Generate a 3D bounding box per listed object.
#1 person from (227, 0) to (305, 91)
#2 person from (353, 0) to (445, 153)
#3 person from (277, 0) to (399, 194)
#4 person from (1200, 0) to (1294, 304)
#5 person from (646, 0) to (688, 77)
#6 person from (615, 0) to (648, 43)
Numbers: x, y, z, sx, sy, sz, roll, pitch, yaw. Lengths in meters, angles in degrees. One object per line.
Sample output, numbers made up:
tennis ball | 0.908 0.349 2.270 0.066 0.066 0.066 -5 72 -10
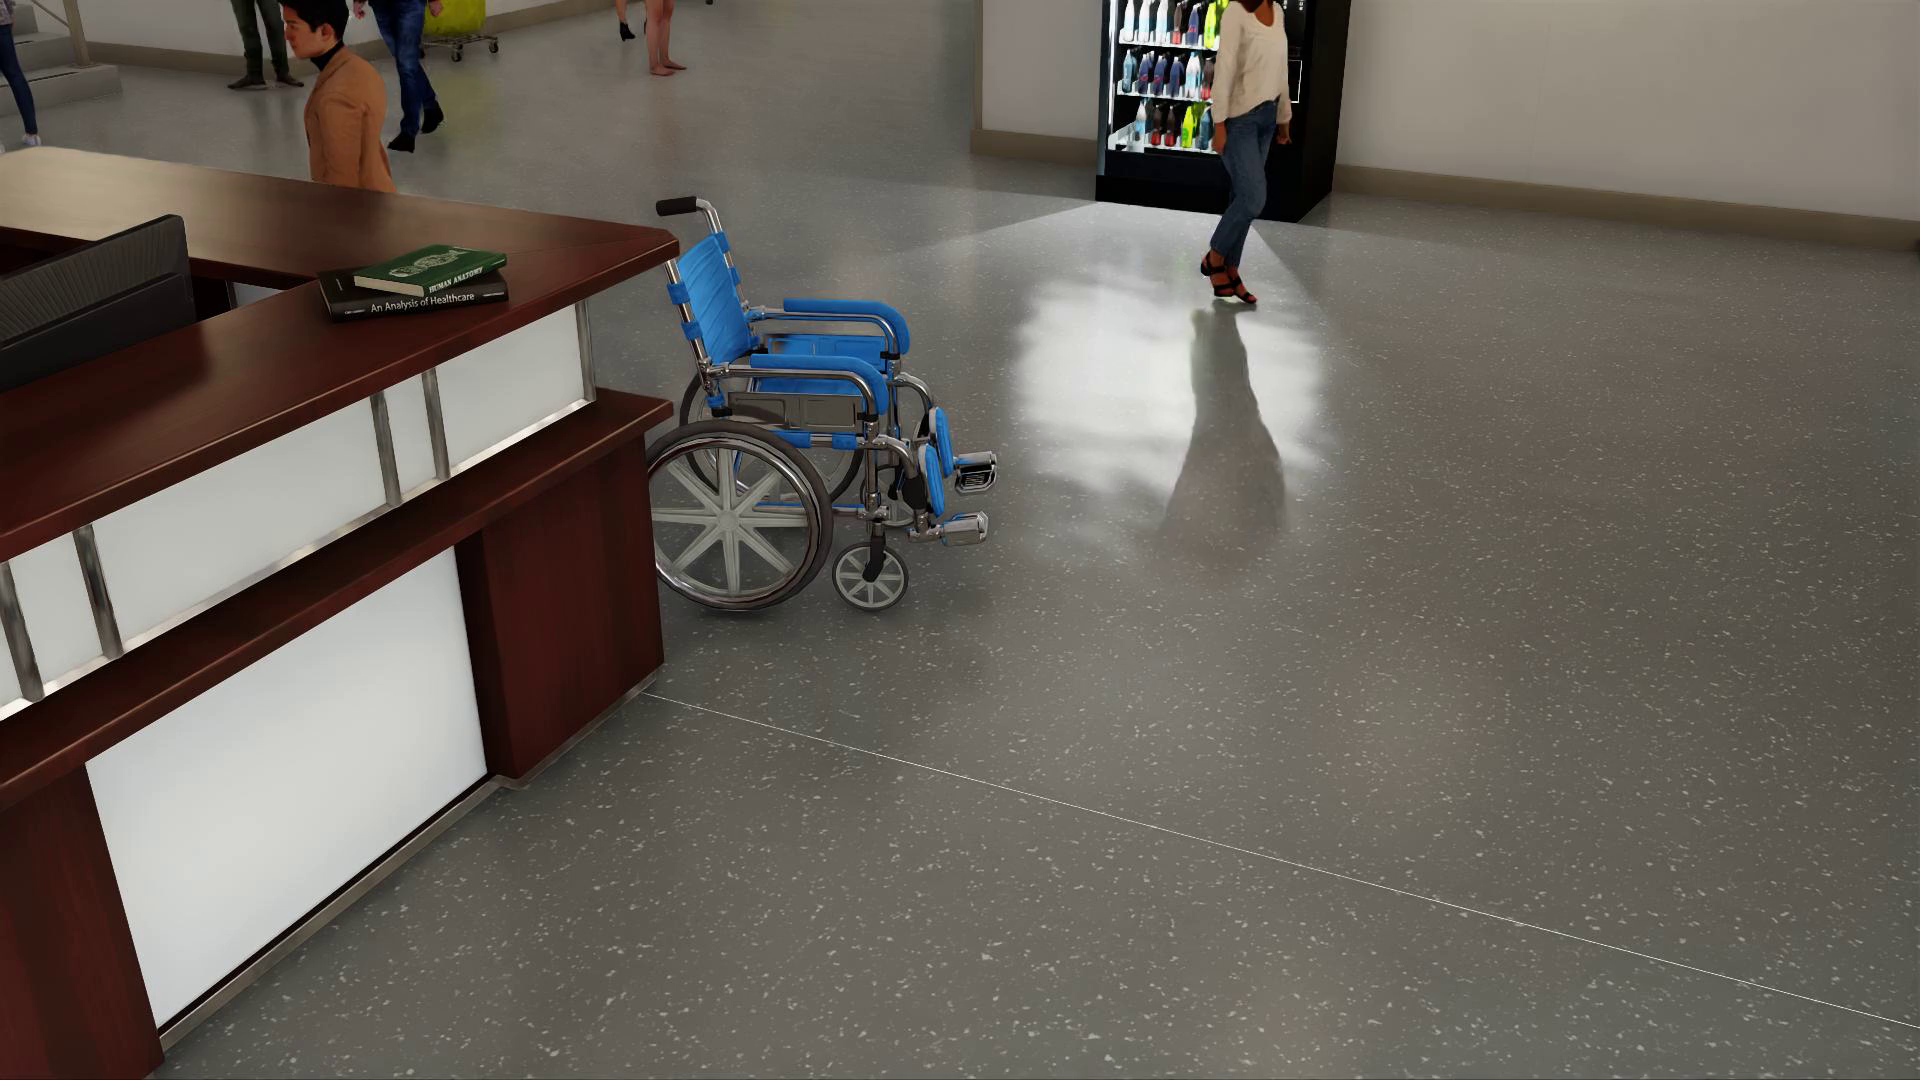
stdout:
person | -5.412 -4.234 12.587 0.663 1.628 0.850 5 26 10
person | -3.607 -3.490 10.796 1.253 1.844 1.017 2 26 4
person | -2.094 -1.166 6.086 0.869 1.707 0.820 -4 26 -9
person | 1.270 -1.947 7.793 0.688 1.674 0.705 21 33 37
person | -2.422 -4.623 13.305 0.579 1.706 0.632 7 27 14
person | -2.976 -5.199 14.691 0.595 1.539 0.624 10 27 19
